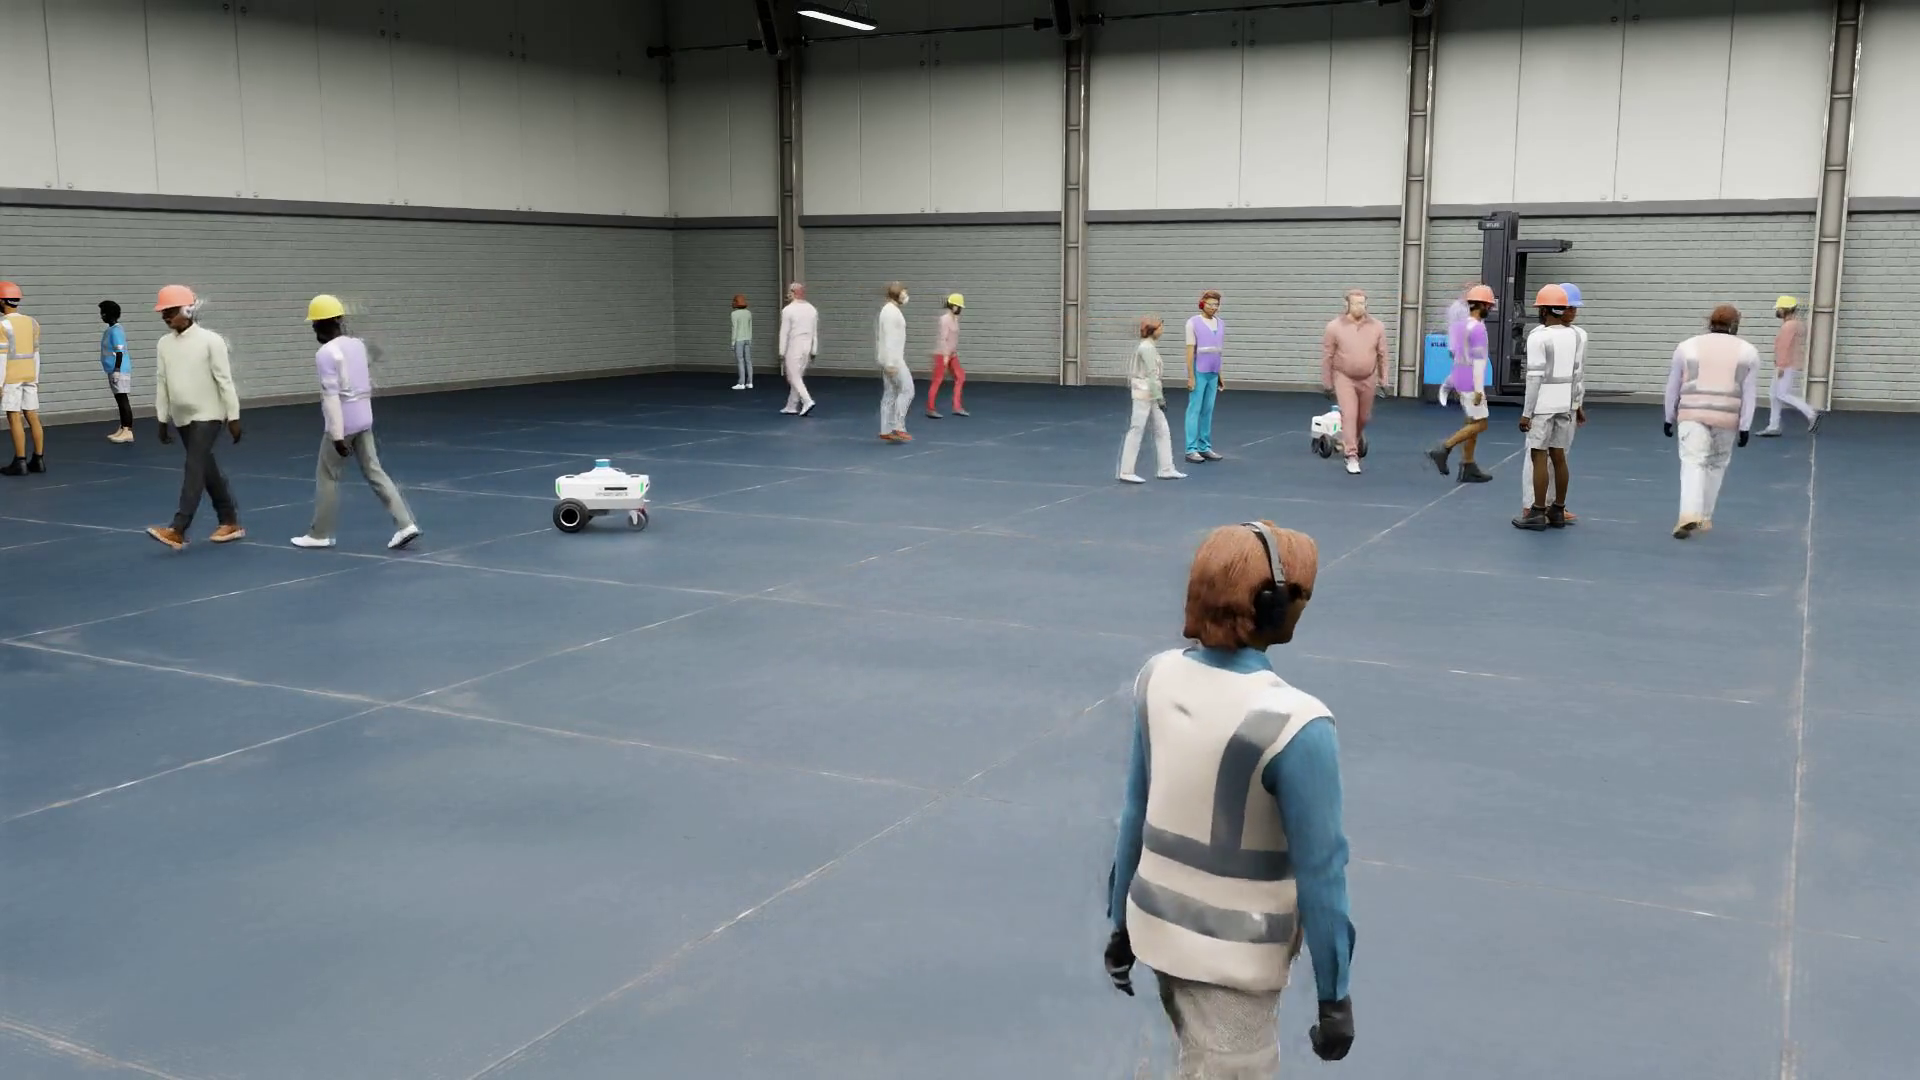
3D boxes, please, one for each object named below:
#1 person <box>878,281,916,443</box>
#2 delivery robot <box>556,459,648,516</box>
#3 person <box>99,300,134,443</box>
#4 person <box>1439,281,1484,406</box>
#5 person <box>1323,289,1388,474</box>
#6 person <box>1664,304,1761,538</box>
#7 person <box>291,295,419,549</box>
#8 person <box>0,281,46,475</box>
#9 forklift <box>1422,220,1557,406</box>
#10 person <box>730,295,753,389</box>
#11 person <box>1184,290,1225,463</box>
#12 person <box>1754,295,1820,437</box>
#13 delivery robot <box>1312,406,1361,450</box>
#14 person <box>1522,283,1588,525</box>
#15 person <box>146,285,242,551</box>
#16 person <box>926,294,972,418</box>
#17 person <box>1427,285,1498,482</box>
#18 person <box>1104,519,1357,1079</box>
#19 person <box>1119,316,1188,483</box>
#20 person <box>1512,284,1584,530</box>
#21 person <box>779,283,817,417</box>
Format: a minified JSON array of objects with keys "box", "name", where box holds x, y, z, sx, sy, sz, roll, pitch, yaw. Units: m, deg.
[{"box":[-0.698,-2.107,19.768,0.591,1.920,0.663,0,9,0],"name":"person"},{"box":[-2.856,-0.402,13.308,0.707,0.478,0.477,-1,9,-5],"name":"delivery robot"},{"box":[-10.129,-2.025,19.967,0.318,1.696,0.532,-6,11,-32],"name":"person"},{"box":[7.364,-2.829,24.312,0.653,1.892,0.636,-4,10,-24],"name":"person"},{"box":[4.068,-1.660,17.186,0.641,1.873,0.872,-1,9,-5],"name":"person"},{"box":[5.820,-0.920,12.891,0.652,1.797,0.939,3,10,20],"name":"person"},{"box":[-4.480,-0.859,12.247,0.968,1.878,0.600,2,10,14],"name":"person"},{"box":[-9.563,-1.637,16.828,0.356,1.936,0.551,2,9,13],"name":"person"},{"box":[8.245,-3.527,25.720,1.873,2.768,1.129,5,10,27],"name":"forklift"},{"box":[-3.797,-3.436,28.858,0.266,1.631,0.507,6,11,33],"name":"person"},{"box":[2.636,-1.773,17.976,0.564,1.837,0.397,-8,12,-42],"name":"person"},{"box":[10.225,-2.133,20.455,0.625,1.753,0.520,4,10,22],"name":"person"},{"box":[4.200,-1.255,18.571,0.477,0.478,0.707,-1,9,-9],"name":"delivery robot"},{"box":[4.835,-1.098,13.474,0.606,1.947,0.406,-4,10,-26],"name":"person"},{"box":[-5.730,-0.900,12.292,0.625,1.932,1.019,3,10,19],"name":"person"},{"box":[-0.128,-2.561,23.183,0.740,1.716,0.638,3,10,18],"name":"person"},{"box":[4.910,-1.515,16.144,0.567,1.912,0.555,0,9,0],"name":"person"},{"box":[0.410,0.770,3.024,0.751,1.609,0.527,-5,10,-28],"name":"person"},{"box":[1.897,-1.349,16.068,0.759,1.611,0.529,2,9,11],"name":"person"},{"box":[4.678,-1.060,13.269,0.548,1.937,0.358,-5,11,-30],"name":"person"},{"box":[-2.304,-2.700,23.572,0.849,1.881,0.661,7,12,39],"name":"person"}]
